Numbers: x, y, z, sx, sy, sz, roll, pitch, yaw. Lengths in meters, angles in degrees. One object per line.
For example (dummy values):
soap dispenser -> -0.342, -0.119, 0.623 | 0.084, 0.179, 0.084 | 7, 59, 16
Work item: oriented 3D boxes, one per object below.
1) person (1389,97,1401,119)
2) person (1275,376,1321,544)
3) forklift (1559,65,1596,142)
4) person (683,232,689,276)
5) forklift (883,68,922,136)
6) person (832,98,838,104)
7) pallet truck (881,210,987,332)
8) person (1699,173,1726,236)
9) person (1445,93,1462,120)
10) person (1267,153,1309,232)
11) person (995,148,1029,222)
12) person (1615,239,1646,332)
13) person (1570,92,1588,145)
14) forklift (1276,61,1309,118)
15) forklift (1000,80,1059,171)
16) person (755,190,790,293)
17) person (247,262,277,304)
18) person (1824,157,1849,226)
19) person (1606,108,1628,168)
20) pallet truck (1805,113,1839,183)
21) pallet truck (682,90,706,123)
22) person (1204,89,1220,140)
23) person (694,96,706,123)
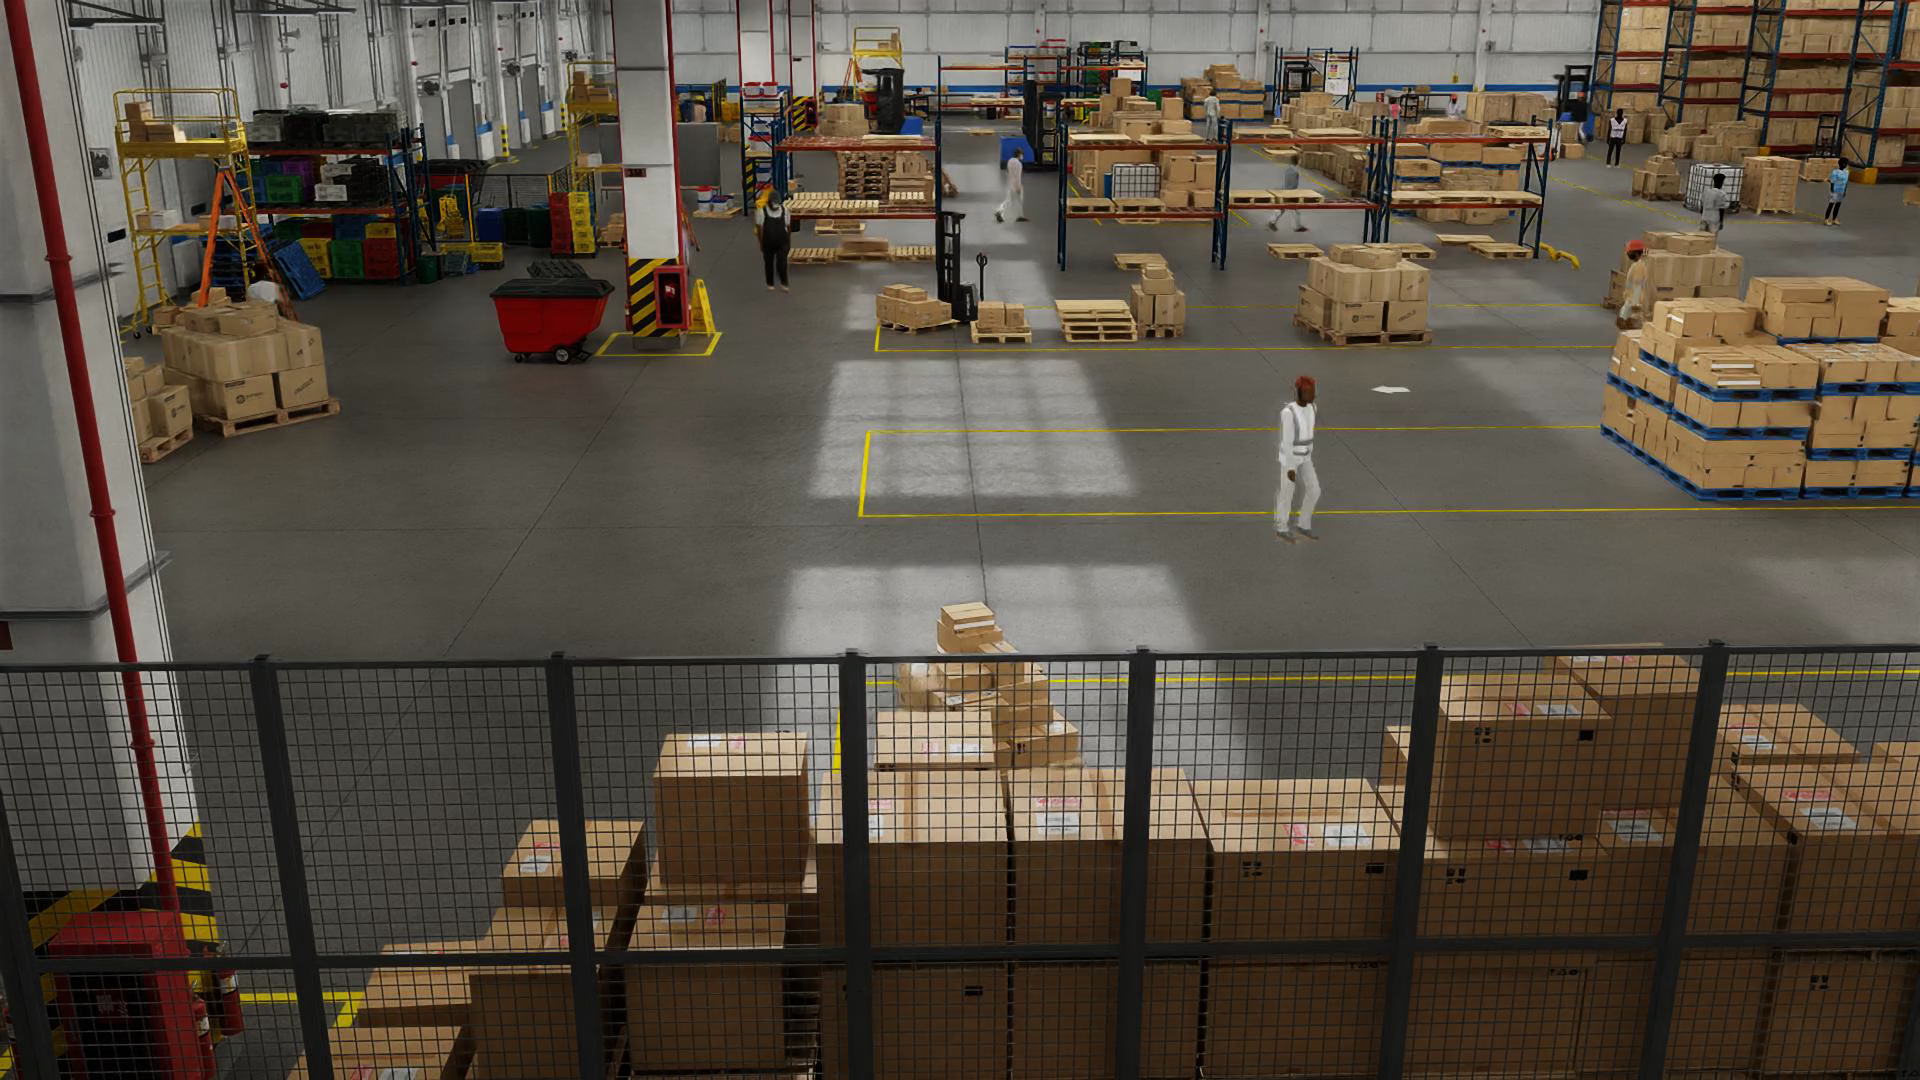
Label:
person -> 15.665, -15.144, 60.398 | 0.621, 1.845, 0.429 | -8, 20, -22
person -> 3.681, -0.842, 17.929 | 0.588, 1.863, 0.594 | -15, 24, -38
forklift -> 23.303, -16.568, 63.021 | 1.129, 2.768, 1.873 | -1, 19, -1
person -> -5.230, -5.027, 30.344 | 1.007, 1.875, 0.604 | 18, 25, 42
forklift -> -2.381, -15.698, 60.440 | 1.873, 2.768, 1.129 | -13, 23, -34
person -> -4.650, -15.712, 62.325 | 0.476, 1.678, 0.542 | 17, 25, 41
pallet truck -> -0.493, -4.759, 29.349 | 1.885, 1.965, 0.823 | -13, 23, -34
person -> 16.166, -6.899, 35.767 | 0.392, 1.956, 0.605 | -7, 20, -19
person -> 18.111, -15.444, 61.164 | 0.553, 1.922, 0.441 | 12, 22, 31
person -> 7.993, -8.440, 40.423 | 0.973, 1.905, 0.641 | -1, 19, -2
person -> 1.318, -8.943, 41.952 | 0.921, 1.886, 0.659 | -9, 21, -26
person -> 10.849, -3.906, 26.939 | 0.441, 1.916, 0.566 | 5, 19, 15
person -> 22.697, -15.413, 61.001 | 0.614, 1.972, 0.508 | -5, 19, -13
forklift -> 13.228, -17.508, 65.810 | 1.129, 2.768, 1.873 | -1, 19, -1
forklift -> 2.236, -13.269, 53.236 | 1.873, 2.768, 1.129 | -1, 19, -1
person -> -3.636, -5.855, 32.535 | 0.699, 2.000, 0.828 | -4, 19, -12
person -> -10.634, -3.311, 25.299 | 0.928, 1.830, 0.563 | 12, 22, 33
person -> 21.895, -8.691, 41.489 | 0.530, 1.689, 0.322 | -8, 20, -22
person -> 21.380, -13.085, 54.187 | 0.593, 1.911, 0.383 | 1, 19, 4
pallet truck -> 26.403, -11.957, 50.702 | 0.823, 1.965, 1.885 | 6, 19, 16
pallet truck -> -9.671, -15.907, 62.421 | 0.823, 1.965, 1.885 | 5, 19, 15
person -> 9.560, -16.104, 63.098 | 0.631, 1.940, 0.372 | 13, 23, 35
person -> -9.385, -15.165, 60.416 | 0.595, 1.871, 1.023 | 13, 23, 34
